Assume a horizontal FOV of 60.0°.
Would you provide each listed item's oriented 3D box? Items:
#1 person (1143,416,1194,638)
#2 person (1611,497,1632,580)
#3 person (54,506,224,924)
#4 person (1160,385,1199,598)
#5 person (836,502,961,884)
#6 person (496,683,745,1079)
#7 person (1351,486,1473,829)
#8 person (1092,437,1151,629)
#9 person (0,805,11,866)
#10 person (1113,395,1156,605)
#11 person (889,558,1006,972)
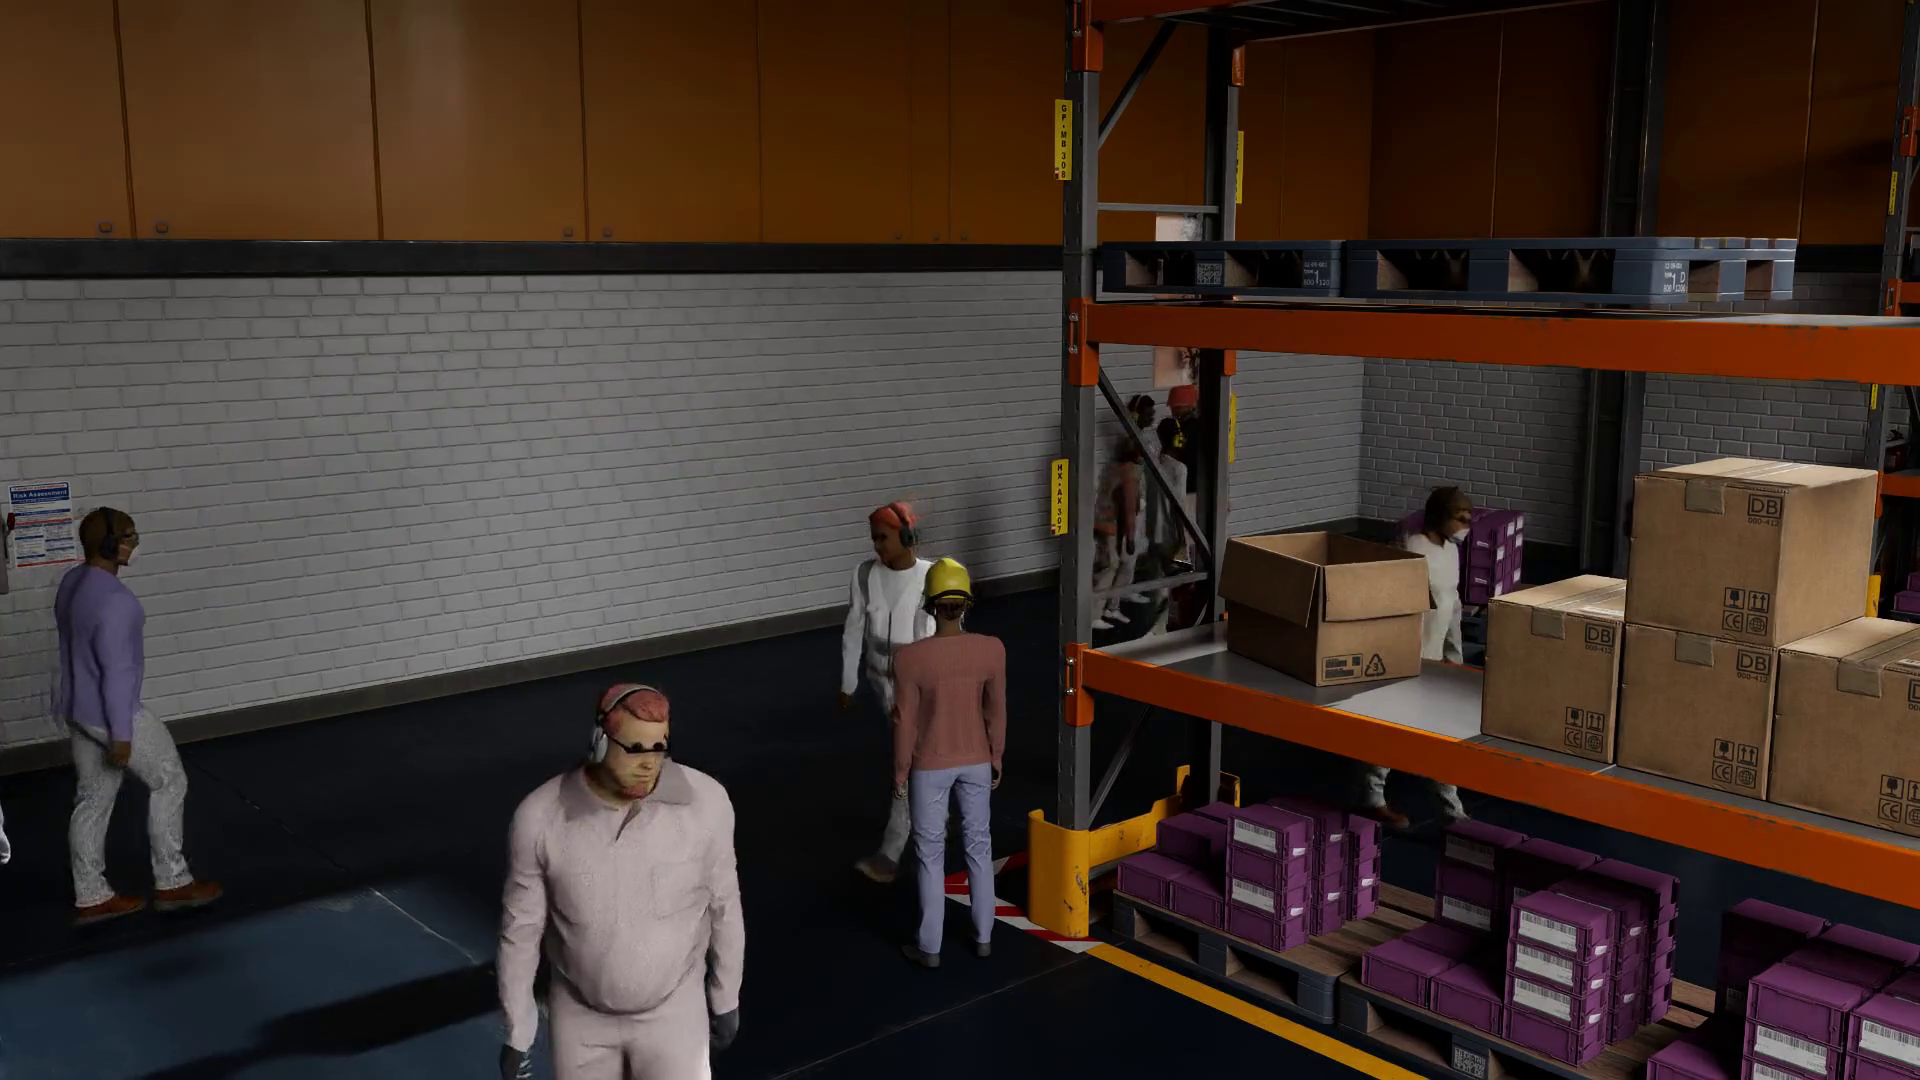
[{"bbox_3d":[1.566,0.008,12.372,0.394,1.853,0.568,-5,11,-28],"label":"person"},{"bbox_3d":[3.639,0.645,8.872,0.621,1.790,0.992,-10,14,-44],"label":"person"},{"bbox_3d":[-3.788,0.789,7.646,0.632,1.916,0.743,8,13,39],"label":"person"},{"bbox_3d":[2.133,-0.463,14.932,0.932,1.943,0.619,-4,11,-23],"label":"person"},{"bbox_3d":[-0.305,0.732,8.189,0.584,1.826,1.031,5,11,28],"label":"person"},{"bbox_3d":[-0.946,1.312,4.644,0.682,1.886,0.416,-1,10,-7],"label":"person"},{"bbox_3d":[2.444,0.650,8.548,0.963,1.871,0.667,6,12,34],"label":"person"},{"bbox_3d":[1.257,-0.056,13.480,0.541,1.596,0.536,-1,10,-4],"label":"person"},{"bbox_3d":[-3.973,1.172,6.295,0.788,1.593,0.538,4,10,22],"label":"person"},{"bbox_3d":[1.490,-0.346,14.539,0.554,1.837,0.514,3,10,16],"label":"person"},{"bbox_3d":[-0.054,0.953,7.102,0.533,1.768,0.310,-4,11,-24],"label":"person"}]
